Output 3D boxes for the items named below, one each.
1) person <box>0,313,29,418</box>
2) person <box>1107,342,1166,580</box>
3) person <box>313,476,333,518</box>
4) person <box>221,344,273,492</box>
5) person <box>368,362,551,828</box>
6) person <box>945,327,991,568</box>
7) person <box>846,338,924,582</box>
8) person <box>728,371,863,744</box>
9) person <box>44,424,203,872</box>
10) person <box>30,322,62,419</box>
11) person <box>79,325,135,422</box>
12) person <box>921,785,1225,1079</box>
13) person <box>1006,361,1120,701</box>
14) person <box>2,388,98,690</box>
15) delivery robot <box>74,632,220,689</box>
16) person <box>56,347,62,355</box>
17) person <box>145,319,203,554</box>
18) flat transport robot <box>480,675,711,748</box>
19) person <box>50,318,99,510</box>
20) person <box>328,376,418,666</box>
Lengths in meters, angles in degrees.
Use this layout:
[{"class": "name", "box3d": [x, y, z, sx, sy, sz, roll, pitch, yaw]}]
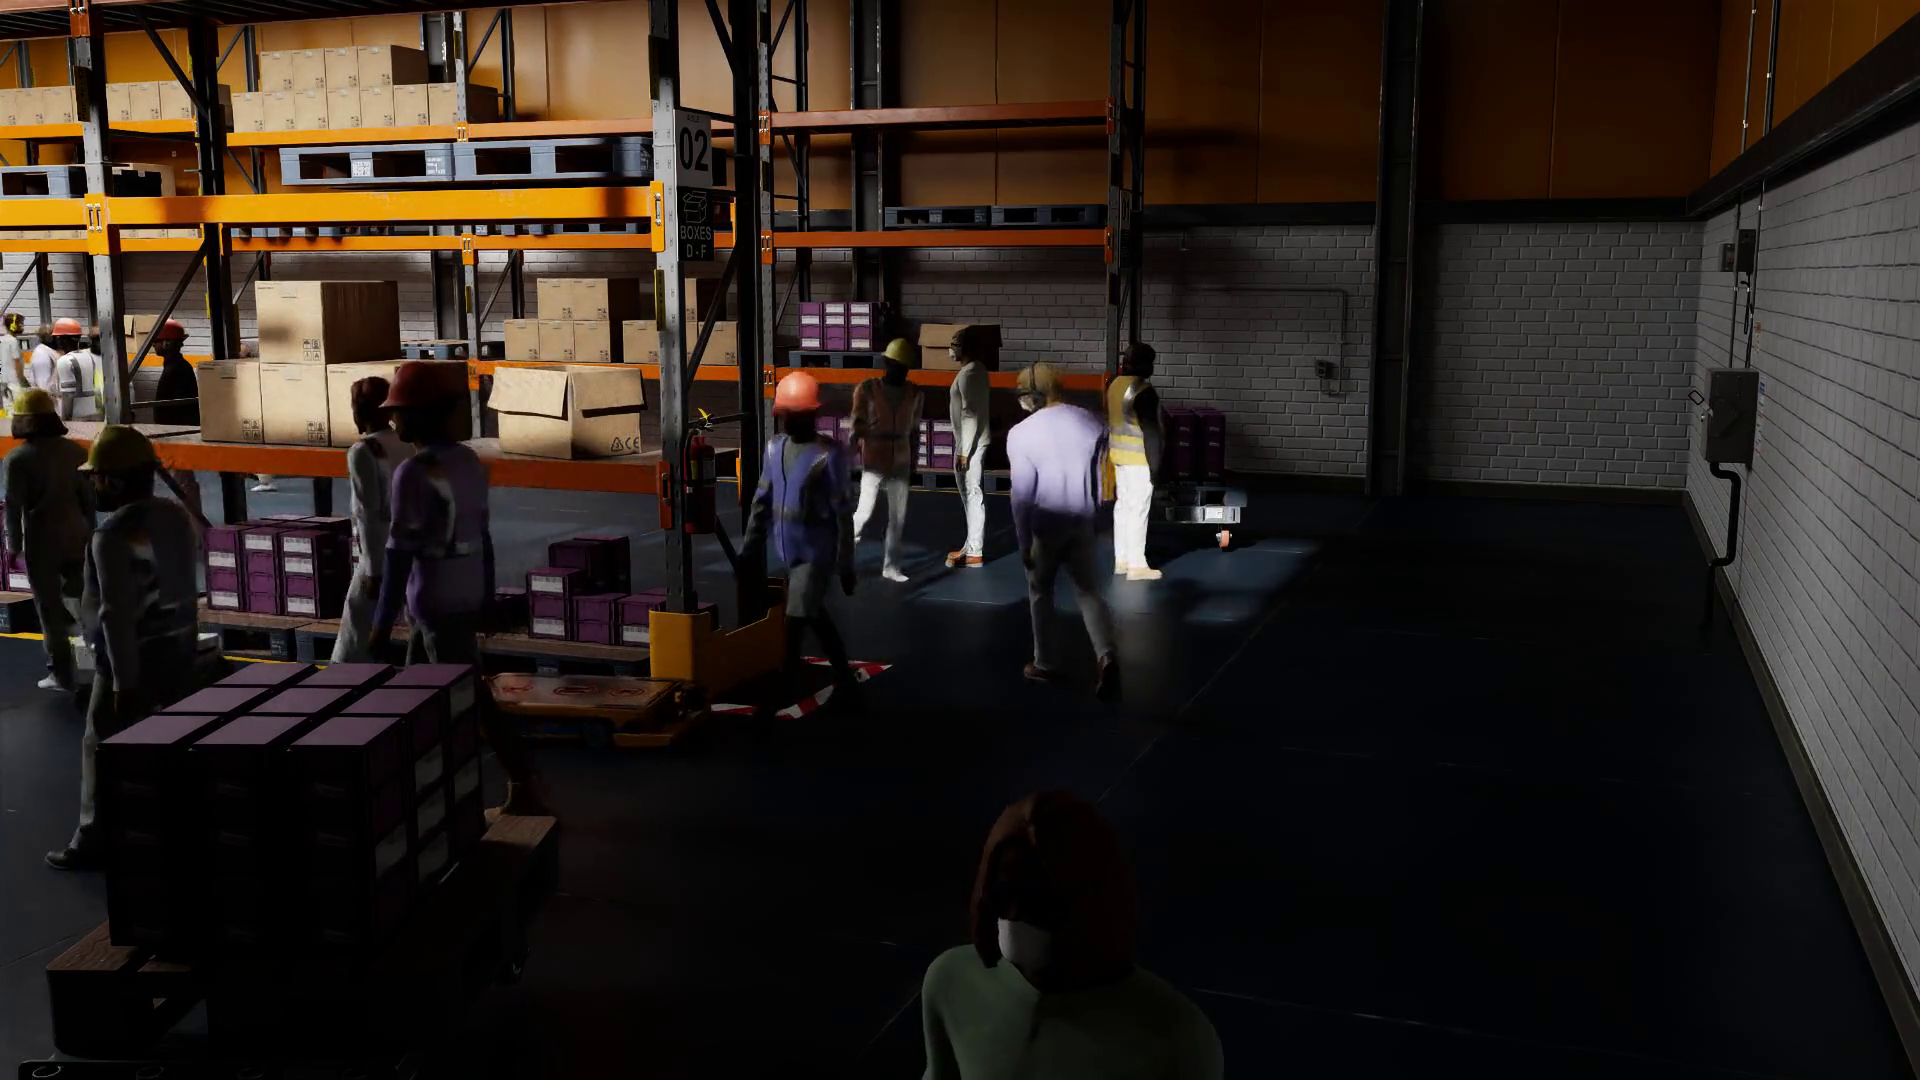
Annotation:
[{"class": "person", "box3d": [-12.522, -2.050, 22.013, 0.583, 1.871, 0.405, 8, 12, 41]}, {"class": "person", "box3d": [1.375, -0.613, 12.940, 0.428, 1.839, 0.639, -3, 10, -18]}, {"class": "person", "box3d": [-5.613, -1.070, 15.175, 0.919, 2.000, 0.707, 8, 12, 42]}, {"class": "person", "box3d": [-7.857, -1.322, 18.133, 0.809, 1.605, 0.533, 1, 9, 8]}, {"class": "person", "box3d": [-2.231, 0.254, 7.007, 1.057, 1.989, 0.619, 1, 9, 7]}, {"class": "person", "box3d": [0.064, -0.744, 13.453, 0.373, 1.940, 0.630, 1, 9, 5]}, {"class": "person", "box3d": [-0.610, -0.631, 12.912, 0.630, 1.886, 0.736, -4, 10, -25]}, {"class": "person", "box3d": [-0.832, 0.072, 8.540, 0.630, 1.875, 1.017, 9, 13, 44]}, {"class": "person", "box3d": [-3.168, 0.434, 6.518, 0.906, 1.792, 0.601, 1, 9, 7]}, {"class": "person", "box3d": [-10.246, -1.523, 18.755, 0.522, 1.862, 0.626, -3, 10, -20]}, {"class": "person", "box3d": [-9.487, -1.470, 18.421, 0.637, 1.817, 0.816, -4, 10, -24]}, {"class": "person", "box3d": [0.146, 1.157, 2.478, 0.511, 1.631, 0.269, 5, 11, 31]}, {"class": "person", "box3d": [0.577, -0.049, 9.251, 0.657, 1.888, 0.934, -4, 10, -23]}, {"class": "person", "box3d": [-5.123, 0.004, 9.412, 0.439, 1.729, 0.502, 5, 10, 27]}, {"class": "delivery robot", "box3d": [-4.376, 0.615, 8.956, 0.707, 0.478, 0.477, 2, 9, 11]}, {"class": "person", "box3d": [-10.262, -1.537, 19.083, 0.443, 1.729, 0.613, -5, 11, -31]}, {"class": "person", "box3d": [-6.611, -0.867, 14.044, 0.382, 1.995, 0.612, -3, 10, -19]}, {"class": "flat transport robot", "box3d": [-2.069, 0.864, 8.570, 1.431, 0.197, 0.652, 1, 9, 8]}, {"class": "person", "box3d": [-8.761, -1.223, 16.462, 0.359, 1.938, 0.545, 0, 9, -3]}, {"class": "person", "box3d": [-3.023, 0.086, 8.554, 0.973, 1.835, 0.592, 3, 10, 19]}]
